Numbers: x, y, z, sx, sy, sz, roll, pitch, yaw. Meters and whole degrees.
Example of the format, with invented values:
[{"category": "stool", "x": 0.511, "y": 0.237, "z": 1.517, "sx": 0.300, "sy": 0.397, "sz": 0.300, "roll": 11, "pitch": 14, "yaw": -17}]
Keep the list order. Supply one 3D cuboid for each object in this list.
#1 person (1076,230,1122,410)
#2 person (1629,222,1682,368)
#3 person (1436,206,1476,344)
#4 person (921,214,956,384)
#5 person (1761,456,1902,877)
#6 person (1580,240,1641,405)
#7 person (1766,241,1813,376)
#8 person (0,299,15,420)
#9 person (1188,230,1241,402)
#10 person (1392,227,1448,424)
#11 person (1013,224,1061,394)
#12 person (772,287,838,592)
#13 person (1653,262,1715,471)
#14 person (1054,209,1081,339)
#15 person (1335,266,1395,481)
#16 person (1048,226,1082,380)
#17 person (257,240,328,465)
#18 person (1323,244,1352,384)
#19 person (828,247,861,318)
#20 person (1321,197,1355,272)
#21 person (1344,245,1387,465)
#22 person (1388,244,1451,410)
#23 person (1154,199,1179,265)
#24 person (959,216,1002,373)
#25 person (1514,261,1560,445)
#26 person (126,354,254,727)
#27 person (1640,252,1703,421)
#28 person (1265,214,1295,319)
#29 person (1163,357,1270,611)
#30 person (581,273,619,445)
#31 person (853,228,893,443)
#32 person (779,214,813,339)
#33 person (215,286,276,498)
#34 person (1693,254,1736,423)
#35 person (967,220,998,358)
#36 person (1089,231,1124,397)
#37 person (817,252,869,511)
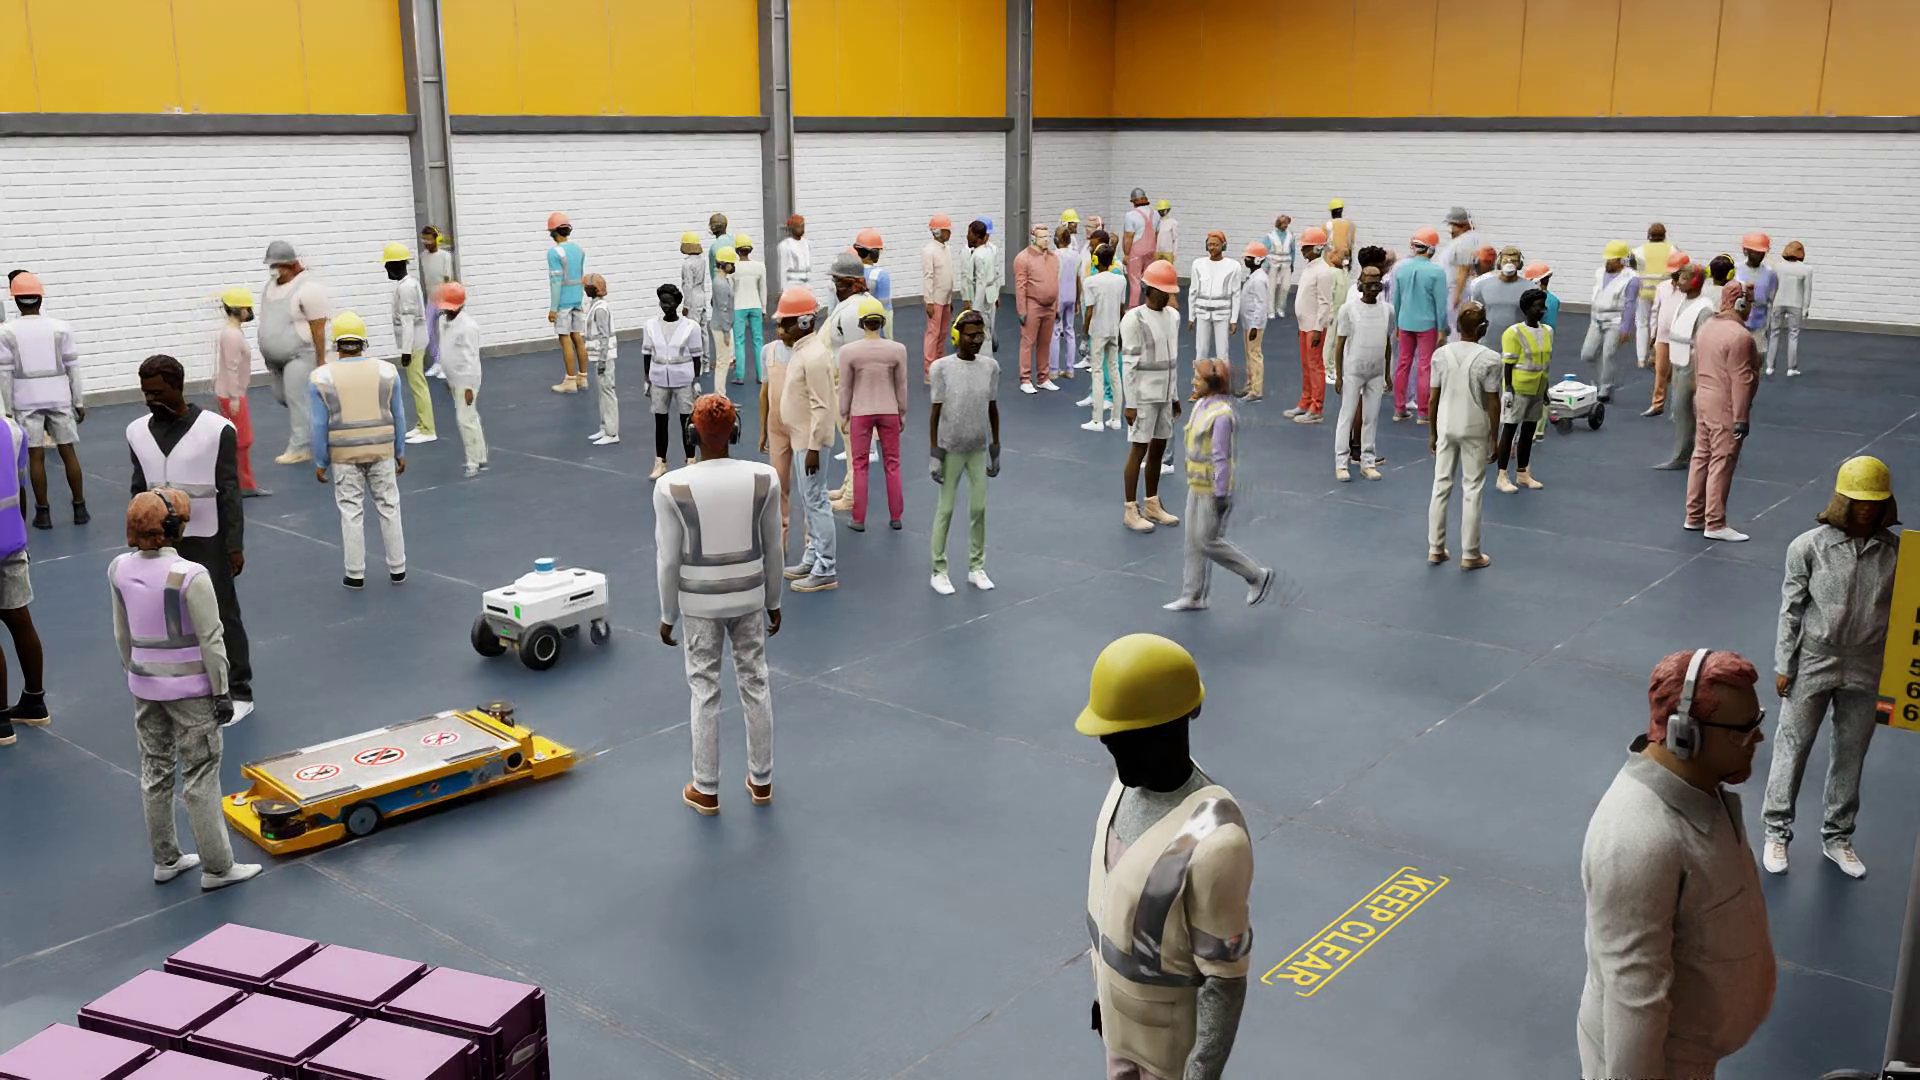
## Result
[{"category": "person", "x": 1.529, "y": -2.355, "z": 17.839, "sx": 0.386, "sy": 1.915, "sz": 0.590, "roll": -7, "pitch": 16, "yaw": -26}, {"category": "person", "x": 8.652, "y": -3.039, "z": 20.758, "sx": 0.644, "sy": 1.823, "sz": 0.544, "roll": 6, "pitch": 15, "yaw": 22}, {"category": "person", "x": 6.159, "y": -3.161, "z": 20.803, "sx": 0.536, "sy": 2.000, "sz": 0.709, "roll": 1, "pitch": 14, "yaw": 5}, {"category": "person", "x": -0.235, "y": -2.825, "z": 19.559, "sx": 0.392, "sy": 1.991, "sz": 0.625, "roll": 6, "pitch": 15, "yaw": 23}, {"category": "person", "x": 3.548, "y": 0.518, "z": 6.708, "sx": 0.493, "sy": 1.743, "sz": 0.295, "roll": 2, "pitch": 14, "yaw": 7}, {"category": "person", "x": 7.016, "y": -2.339, "z": 17.991, "sx": 0.436, "sy": 1.804, "sz": 0.610, "roll": -7, "pitch": 16, "yaw": -26}, {"category": "person", "x": 10.088, "y": -2.821, "z": 20.273, "sx": 0.498, "sy": 1.633, "sz": 0.284, "roll": 11, "pitch": 18, "yaw": 37}, {"category": "person", "x": -9.562, "y": -1.816, "z": 16.256, "sx": 0.516, "sy": 1.634, "sz": 0.313, "roll": -4, "pitch": 15, "yaw": -16}, {"category": "person", "x": 2.774, "y": -2.435, "z": 18.229, "sx": 0.574, "sy": 1.882, "sz": 0.356, "roll": 6, "pitch": 15, "yaw": 22}, {"category": "person", "x": 4.701, "y": -2.186, "z": 17.001, "sx": 0.382, "sy": 1.995, "sz": 0.612, "roll": -13, "pitch": 19, "yaw": -41}, {"category": "person", "x": 0.910, "y": -2.637, "z": 18.985, "sx": 0.643, "sy": 1.909, "sz": 0.410, "roll": -12, "pitch": 19, "yaw": -40}, {"category": "person", "x": -1.010, "y": -0.657, "z": 10.893, "sx": 0.399, "sy": 1.992, "sz": 0.618, "roll": -3, "pitch": 14, "yaw": -12}, {"category": "person", "x": 6.426, "y": -1.518, "z": 14.684, "sx": 0.407, "sy": 1.866, "sz": 0.566, "roll": 1, "pitch": 14, "yaw": 3}, {"category": "person", "x": 1.553, "y": -3.803, "z": 23.794, "sx": 0.404, "sy": 1.830, "sz": 0.603, "roll": 6, "pitch": 15, "yaw": 22}, {"category": "person", "x": 3.456, "y": -1.417, "z": 14.232, "sx": 0.515, "sy": 1.844, "sz": 0.329, "roll": -3, "pitch": 14, "yaw": -11}, {"category": "person", "x": 1.217, "y": -2.829, "z": 19.907, "sx": 0.516, "sy": 1.835, "sz": 0.358, "roll": -9, "pitch": 16, "yaw": -31}, {"category": "person", "x": -6.007, "y": -1.744, "z": 15.141, "sx": 0.684, "sy": 2.000, "sz": 0.764, "roll": 8, "pitch": 16, "yaw": 31}, {"category": "person", "x": 4.454, "y": -2.670, "z": 19.670, "sx": 0.280, "sy": 1.633, "sz": 0.498, "roll": 10, "pitch": 17, "yaw": 34}, {"category": "person", "x": -1.127, "y": -2.270, "z": 17.844, "sx": 0.573, "sy": 1.741, "sz": 0.343, "roll": 4, "pitch": 15, "yaw": 15}, {"category": "person", "x": 5.775, "y": -4.302, "z": 25.611, "sx": 0.625, "sy": 1.914, "sz": 0.391, "roll": -3, "pitch": 14, "yaw": -13}, {"category": "person", "x": 3.645, "y": -1.664, "z": 14.973, "sx": 0.367, "sy": 1.966, "sz": 0.603, "roll": -2, "pitch": 14, "yaw": -6}, {"category": "person", "x": 4.993, "y": -2.356, "z": 17.919, "sx": 0.805, "sy": 1.879, "sz": 0.652, "roll": -10, "pitch": 17, "yaw": -35}, {"category": "person", "x": 3.461, "y": -4.915, "z": 28.372, "sx": 0.533, "sy": 1.767, "sz": 0.326, "roll": 8, "pitch": 16, "yaw": 29}, {"category": "person", "x": 0.254, "y": -2.966, "z": 20.252, "sx": 0.624, "sy": 1.933, "sz": 0.421, "roll": -13, "pitch": 19, "yaw": -41}, {"category": "person", "x": 5.473, "y": -1.780, "z": 15.888, "sx": 0.339, "sy": 1.742, "sz": 0.564, "roll": 11, "pitch": 18, "yaw": 38}, {"category": "person", "x": -3.912, "y": -0.004, "z": 8.472, "sx": 0.606, "sy": 1.905, "sz": 0.413, "roll": 3, "pitch": 14, "yaw": 10}, {"category": "person", "x": 7.359, "y": -2.101, "z": 17.171, "sx": 0.350, "sy": 1.739, "sz": 0.573, "roll": -9, "pitch": 17, "yaw": -31}, {"category": "person", "x": 5.010, "y": -4.274, "z": 26.066, "sx": 0.528, "sy": 1.626, "sz": 0.418, "roll": -1, "pitch": 14, "yaw": -3}, {"category": "person", "x": 1.607, "y": -0.329, "z": 10.333, "sx": 0.566, "sy": 1.627, "sz": 0.515, "roll": -2, "pitch": 14, "yaw": -6}, {"category": "person", "x": -3.431, "y": -1.728, "z": 15.900, "sx": 0.314, "sy": 1.636, "sz": 0.515, "roll": -4, "pitch": 15, "yaw": -16}, {"category": "person", "x": -0.868, "y": -1.960, "z": 15.999, "sx": 0.604, "sy": 2.044, "sz": 0.375, "roll": 10, "pitch": 17, "yaw": 36}, {"category": "person", "x": -2.166, "y": -3.303, "z": 21.716, "sx": 0.501, "sy": 1.871, "sz": 0.588, "roll": 9, "pitch": 16, "yaw": 31}, {"category": "person", "x": -5.911, "y": -1.170, "z": 13.441, "sx": 0.589, "sy": 1.747, "sz": 0.541, "roll": -6, "pitch": 15, "yaw": -22}, {"category": "person", "x": 6.867, "y": -1.665, "z": 15.175, "sx": 0.513, "sy": 1.872, "sz": 0.328, "roll": 11, "pitch": 18, "yaw": 37}, {"category": "person", "x": 0.244, "y": -2.774, "z": 19.507, "sx": 0.390, "sy": 1.920, "sz": 0.587, "roll": 1, "pitch": 14, "yaw": 6}, {"category": "person", "x": 1.671, "y": -2.541, "z": 18.723, "sx": 0.329, "sy": 1.844, "sz": 0.516, "roll": -3, "pitch": 14, "yaw": -10}, {"category": "person", "x": -0.924, "y": -1.260, "z": 13.209, "sx": 0.537, "sy": 2.000, "sz": 0.682, "roll": -1, "pitch": 14, "yaw": -3}]
